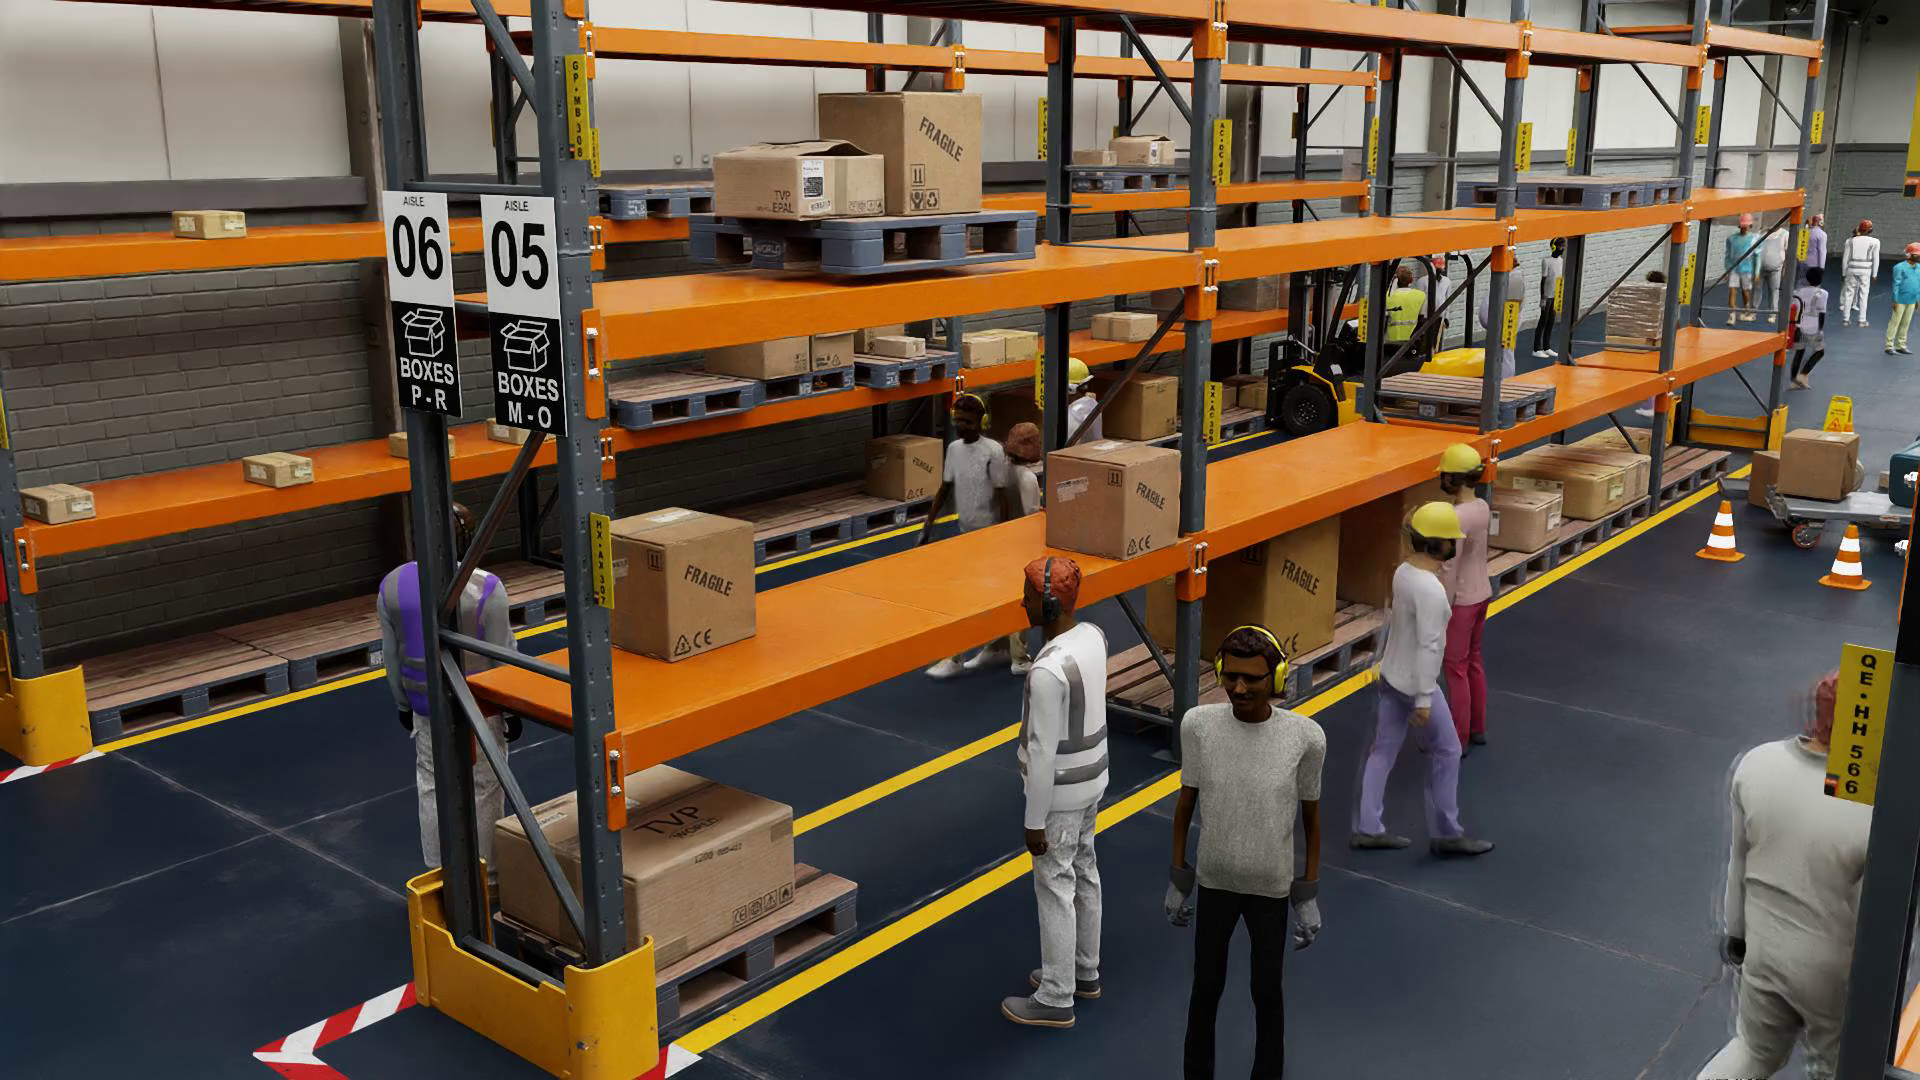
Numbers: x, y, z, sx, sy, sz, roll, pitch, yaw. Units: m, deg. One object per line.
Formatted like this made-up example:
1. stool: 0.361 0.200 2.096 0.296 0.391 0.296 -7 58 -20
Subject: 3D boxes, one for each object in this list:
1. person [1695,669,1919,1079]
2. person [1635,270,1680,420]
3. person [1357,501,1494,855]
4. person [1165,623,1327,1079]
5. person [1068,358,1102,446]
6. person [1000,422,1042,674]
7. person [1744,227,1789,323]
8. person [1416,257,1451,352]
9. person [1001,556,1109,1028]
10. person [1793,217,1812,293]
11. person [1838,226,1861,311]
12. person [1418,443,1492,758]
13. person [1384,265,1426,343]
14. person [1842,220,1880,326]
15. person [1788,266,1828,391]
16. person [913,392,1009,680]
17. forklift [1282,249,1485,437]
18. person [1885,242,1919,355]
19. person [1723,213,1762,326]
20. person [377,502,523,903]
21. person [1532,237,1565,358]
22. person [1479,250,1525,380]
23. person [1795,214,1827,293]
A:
1. person: 2.605 1.292 5.132 0.808 1.884 0.663 -5 15 -18
2. person: 8.410 -2.326 20.040 0.568 1.815 0.908 1 14 5
3. person: 2.278 0.670 7.936 0.740 1.736 0.553 -1 14 -5
4. person: 0.959 1.177 5.634 0.532 1.868 0.310 4 14 17
5. person: 0.849 -0.439 12.316 0.404 1.823 0.587 5 15 19
6. person: 0.395 0.050 10.708 0.269 1.631 0.509 -5 15 -20
7. person: 14.781 -4.999 30.423 0.674 2.000 0.535 12 18 40
8. person: 6.710 -3.171 23.585 0.561 1.745 0.339 -5 15 -19
9. person: 0.385 0.972 6.450 0.359 1.880 0.575 6 15 24
10. person: 18.256 -6.117 35.813 0.266 1.631 0.507 -4 14 -17
11. person: 17.451 -5.295 32.454 0.525 1.639 0.307 -1 14 -5
12. person: 2.776 0.334 9.305 0.366 1.758 0.527 10 17 36
13. person: 5.388 -2.424 20.336 0.567 1.847 0.389 -1 14 -5
14. person: 16.158 -4.784 29.869 0.582 1.882 0.338 12 18 41
15. person: 11.382 -2.829 22.310 0.371 1.680 0.548 -5 15 -19
16. person: 0.041 -0.020 10.548 0.731 1.842 0.566 -8 16 -29
17. forklift: 4.886 -2.214 18.767 2.313 2.155 1.214 11 18 38
18. person: 14.792 -3.764 25.991 0.570 1.747 0.344 -5 15 -20
19. person: 14.166 -4.910 30.118 0.614 2.020 0.798 10 17 34
20. person: -2.251 0.734 7.489 0.633 1.842 0.429 3 14 13
21. person: 9.139 -3.750 25.720 0.510 1.861 0.327 -11 18 -38
22. person: 6.991 -2.817 21.540 0.535 2.000 0.680 0 14 0
23. person: 16.373 -5.301 31.952 0.399 1.899 0.646 -4 14 -14
